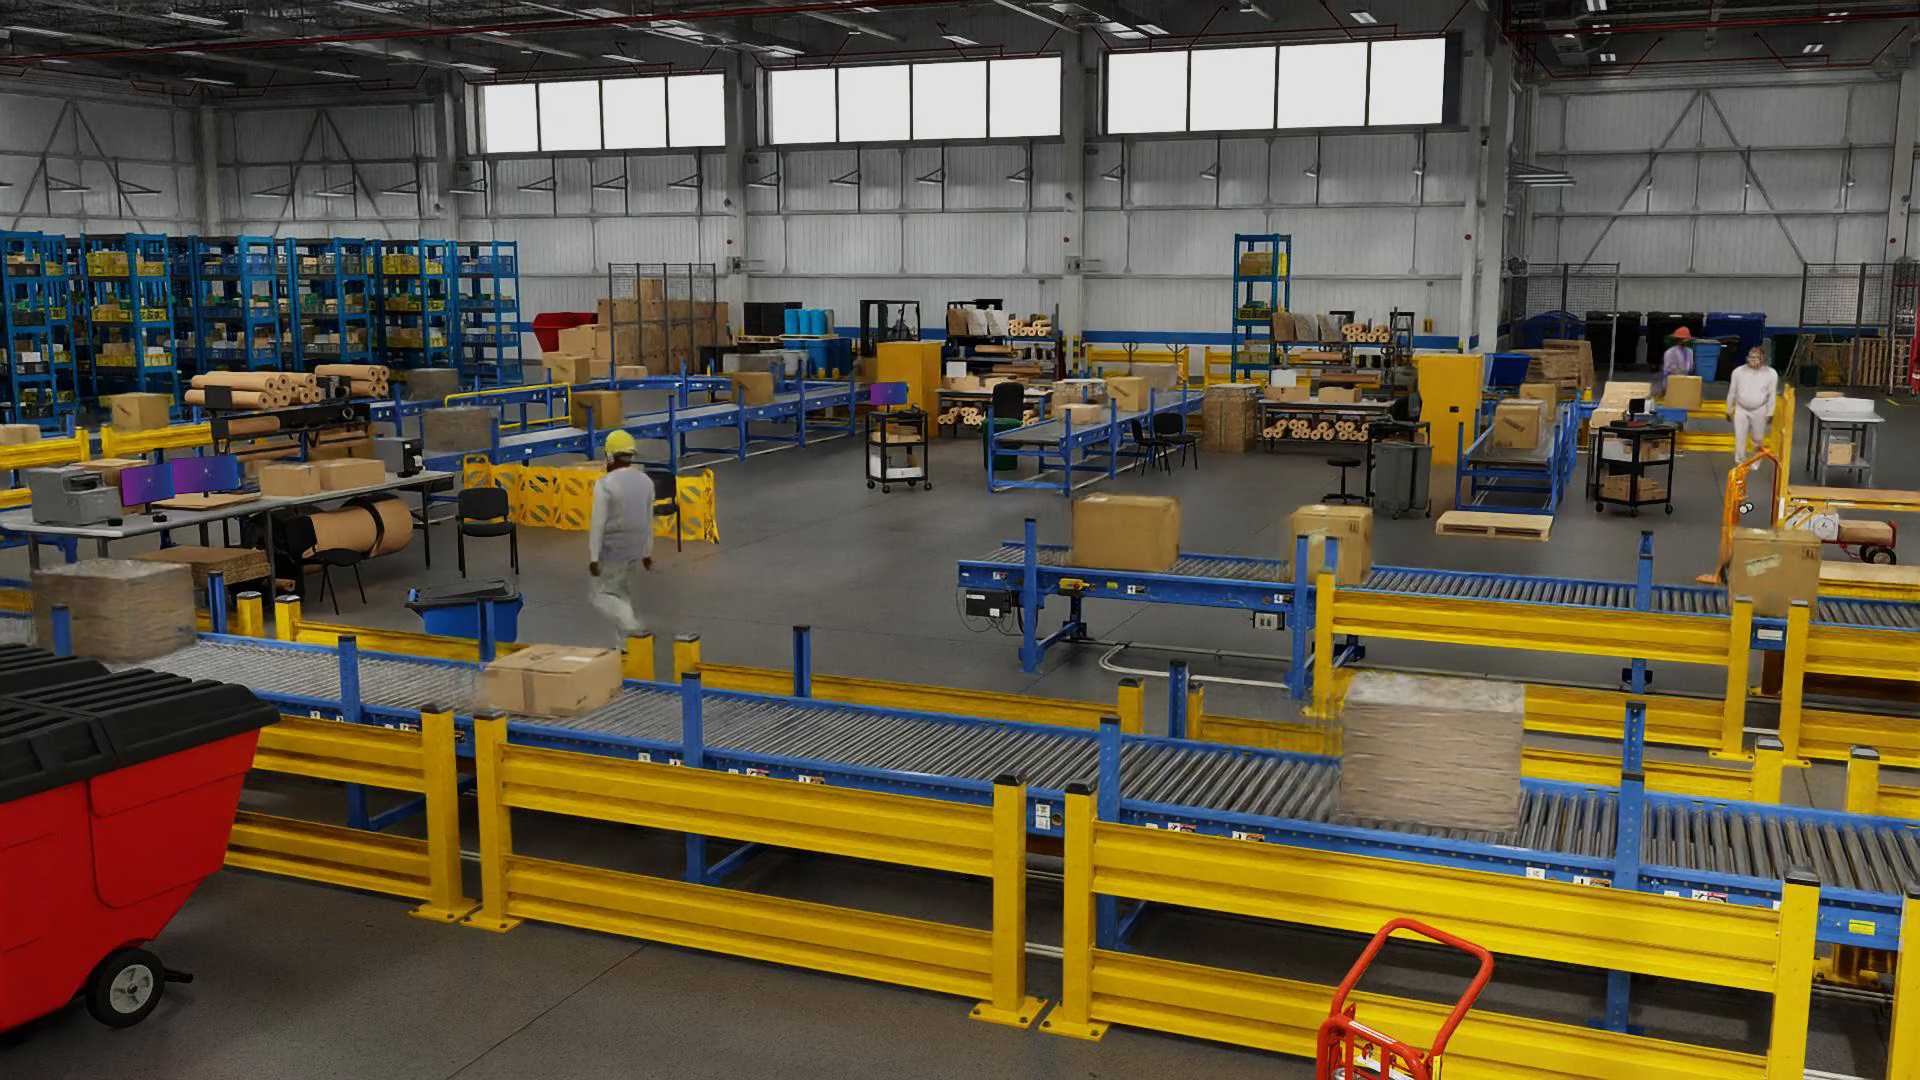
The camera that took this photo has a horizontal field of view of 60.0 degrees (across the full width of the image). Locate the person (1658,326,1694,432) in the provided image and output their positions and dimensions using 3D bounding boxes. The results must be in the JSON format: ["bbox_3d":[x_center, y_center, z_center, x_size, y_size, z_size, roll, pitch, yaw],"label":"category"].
[{"bbox_3d":[12.365,-2.695,28.753,0.609,2.006,1.001,-6,11,-31],"label":"person"}]

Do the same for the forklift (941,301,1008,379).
[{"bbox_3d":[0.365,-4.966,41.571,1.157,1.987,2.680,3,10,20],"label":"forklift"}]

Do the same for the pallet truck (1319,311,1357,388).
[{"bbox_3d":[9.071,-4.419,39.190,0.823,1.965,1.885,5,10,26],"label":"pallet truck"}]

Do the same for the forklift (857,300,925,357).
[{"bbox_3d":[-1.732,-5.109,42.468,1.157,1.987,2.680,4,10,22],"label":"forklift"}]

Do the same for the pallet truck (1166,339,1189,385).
[{"bbox_3d":[5.418,-4.269,40.420,0.704,1.261,1.522,3,10,20],"label":"pallet truck"}]

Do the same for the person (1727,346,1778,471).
[{"bbox_3d":[11.579,-1.907,24.339,0.648,1.877,0.856,5,11,27],"label":"person"}]

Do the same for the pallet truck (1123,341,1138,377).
[{"bbox_3d":[4.445,-4.380,41.279,0.680,1.201,1.601,4,10,22],"label":"pallet truck"}]

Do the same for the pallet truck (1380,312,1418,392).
[{"bbox_3d":[10.207,-4.283,38.369,0.823,1.965,1.885,3,10,20],"label":"pallet truck"}]

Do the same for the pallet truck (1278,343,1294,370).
[{"bbox_3d":[7.886,-4.163,39.743,0.653,1.274,1.630,4,10,22],"label":"pallet truck"}]

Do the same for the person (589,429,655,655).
[{"bbox_3d":[-2.545,0.066,12.567,0.488,1.801,0.610,6,11,31],"label":"person"}]
